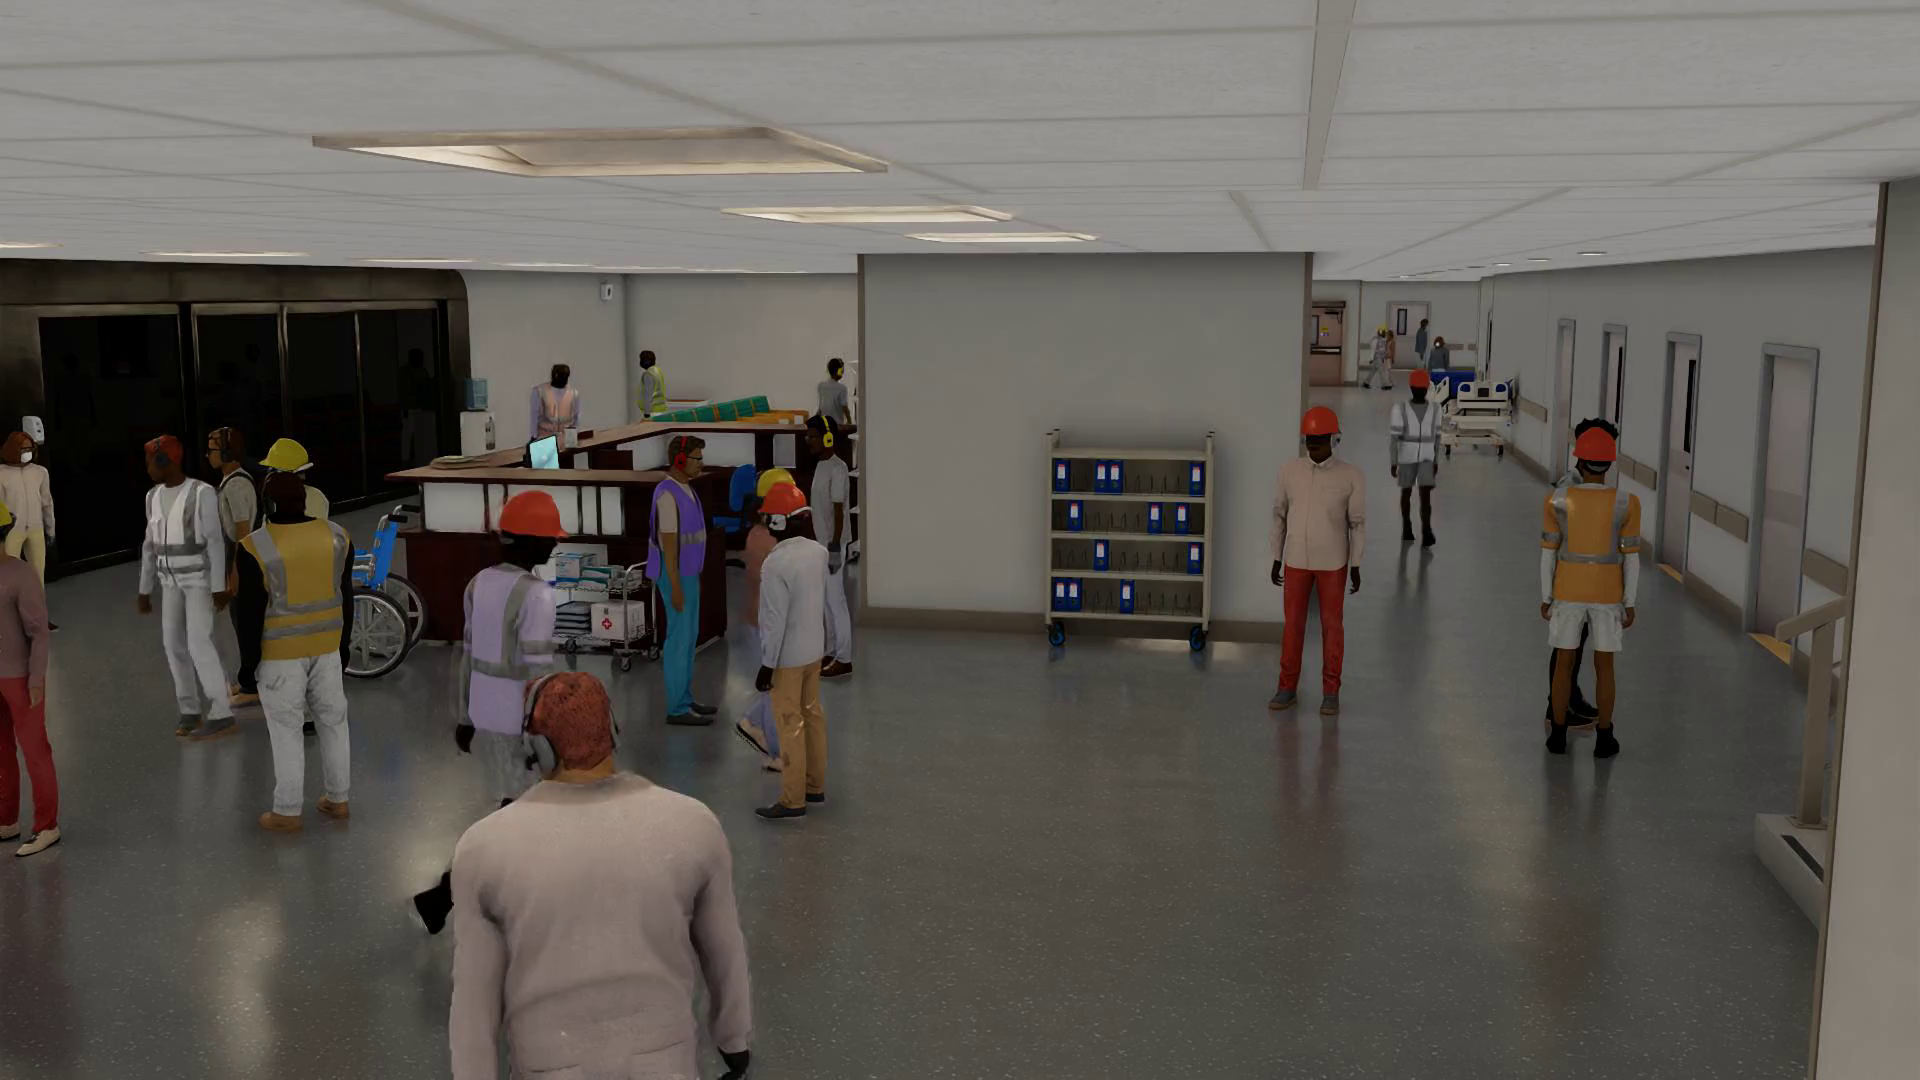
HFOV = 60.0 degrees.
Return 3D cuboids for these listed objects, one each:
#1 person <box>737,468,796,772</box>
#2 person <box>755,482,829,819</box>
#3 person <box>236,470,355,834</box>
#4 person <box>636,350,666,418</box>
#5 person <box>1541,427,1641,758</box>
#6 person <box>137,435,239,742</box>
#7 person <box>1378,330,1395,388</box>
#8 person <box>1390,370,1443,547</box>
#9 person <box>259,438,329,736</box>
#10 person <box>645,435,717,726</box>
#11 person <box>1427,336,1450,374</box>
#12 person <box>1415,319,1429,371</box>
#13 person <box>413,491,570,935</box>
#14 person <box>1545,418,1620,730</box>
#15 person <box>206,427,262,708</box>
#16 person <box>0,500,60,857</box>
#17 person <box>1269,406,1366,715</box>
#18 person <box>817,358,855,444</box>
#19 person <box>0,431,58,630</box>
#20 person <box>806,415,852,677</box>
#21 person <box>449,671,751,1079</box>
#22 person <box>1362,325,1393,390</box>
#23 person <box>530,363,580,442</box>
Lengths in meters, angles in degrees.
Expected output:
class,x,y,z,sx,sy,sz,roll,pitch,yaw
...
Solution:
class,x,y,z,sx,sy,sz,roll,pitch,yaw
person,-1.049,0.457,9.403,0.414,1.753,0.547,3,9,18
person,-0.893,0.570,8.642,0.328,1.753,0.560,4,9,23
person,-3.375,0.561,8.441,0.429,1.839,0.621,7,11,38
person,-4.673,-1.955,25.191,0.431,1.831,0.638,0,9,0
person,3.685,0.309,9.756,0.547,1.942,0.344,4,9,24
person,-4.753,0.287,10.238,0.662,1.847,0.405,4,9,22
person,11.909,-5.038,46.283,0.511,1.622,0.550,-2,9,-13
person,4.892,-0.878,17.829,0.564,1.877,1.011,1,9,4
person,-4.098,0.290,10.232,0.404,1.837,0.587,0,9,2
person,-1.758,0.252,10.511,0.421,1.833,0.564,1,9,3
person,11.553,-4.104,40.143,0.505,1.613,0.393,8,12,44
person,12.953,-5.243,46.659,0.381,1.928,0.635,2,9,15
person,-1.977,0.744,7.027,0.583,1.901,0.819,8,12,44
person,3.881,0.208,10.406,0.388,1.953,0.612,6,10,34
person,-4.760,0.177,10.943,0.333,1.844,0.514,-3,9,-21
person,-4.640,0.654,8.051,0.526,1.768,0.331,3,9,21
person,2.300,0.131,10.758,0.610,1.996,0.384,4,10,27
person,-1.604,-1.442,21.668,0.575,1.851,0.388,8,11,41
person,-7.448,-0.055,13.235,0.285,1.627,0.504,5,10,29
person,-0.939,0.039,11.829,0.328,1.862,0.509,-3,9,-19
person,-0.855,1.220,4.018,0.703,1.843,0.973,-2,9,-15
person,11.469,-5.022,45.712,0.926,1.780,0.609,6,10,34
person,-5.127,-1.328,21.042,0.649,1.819,0.655,-4,9,-24
